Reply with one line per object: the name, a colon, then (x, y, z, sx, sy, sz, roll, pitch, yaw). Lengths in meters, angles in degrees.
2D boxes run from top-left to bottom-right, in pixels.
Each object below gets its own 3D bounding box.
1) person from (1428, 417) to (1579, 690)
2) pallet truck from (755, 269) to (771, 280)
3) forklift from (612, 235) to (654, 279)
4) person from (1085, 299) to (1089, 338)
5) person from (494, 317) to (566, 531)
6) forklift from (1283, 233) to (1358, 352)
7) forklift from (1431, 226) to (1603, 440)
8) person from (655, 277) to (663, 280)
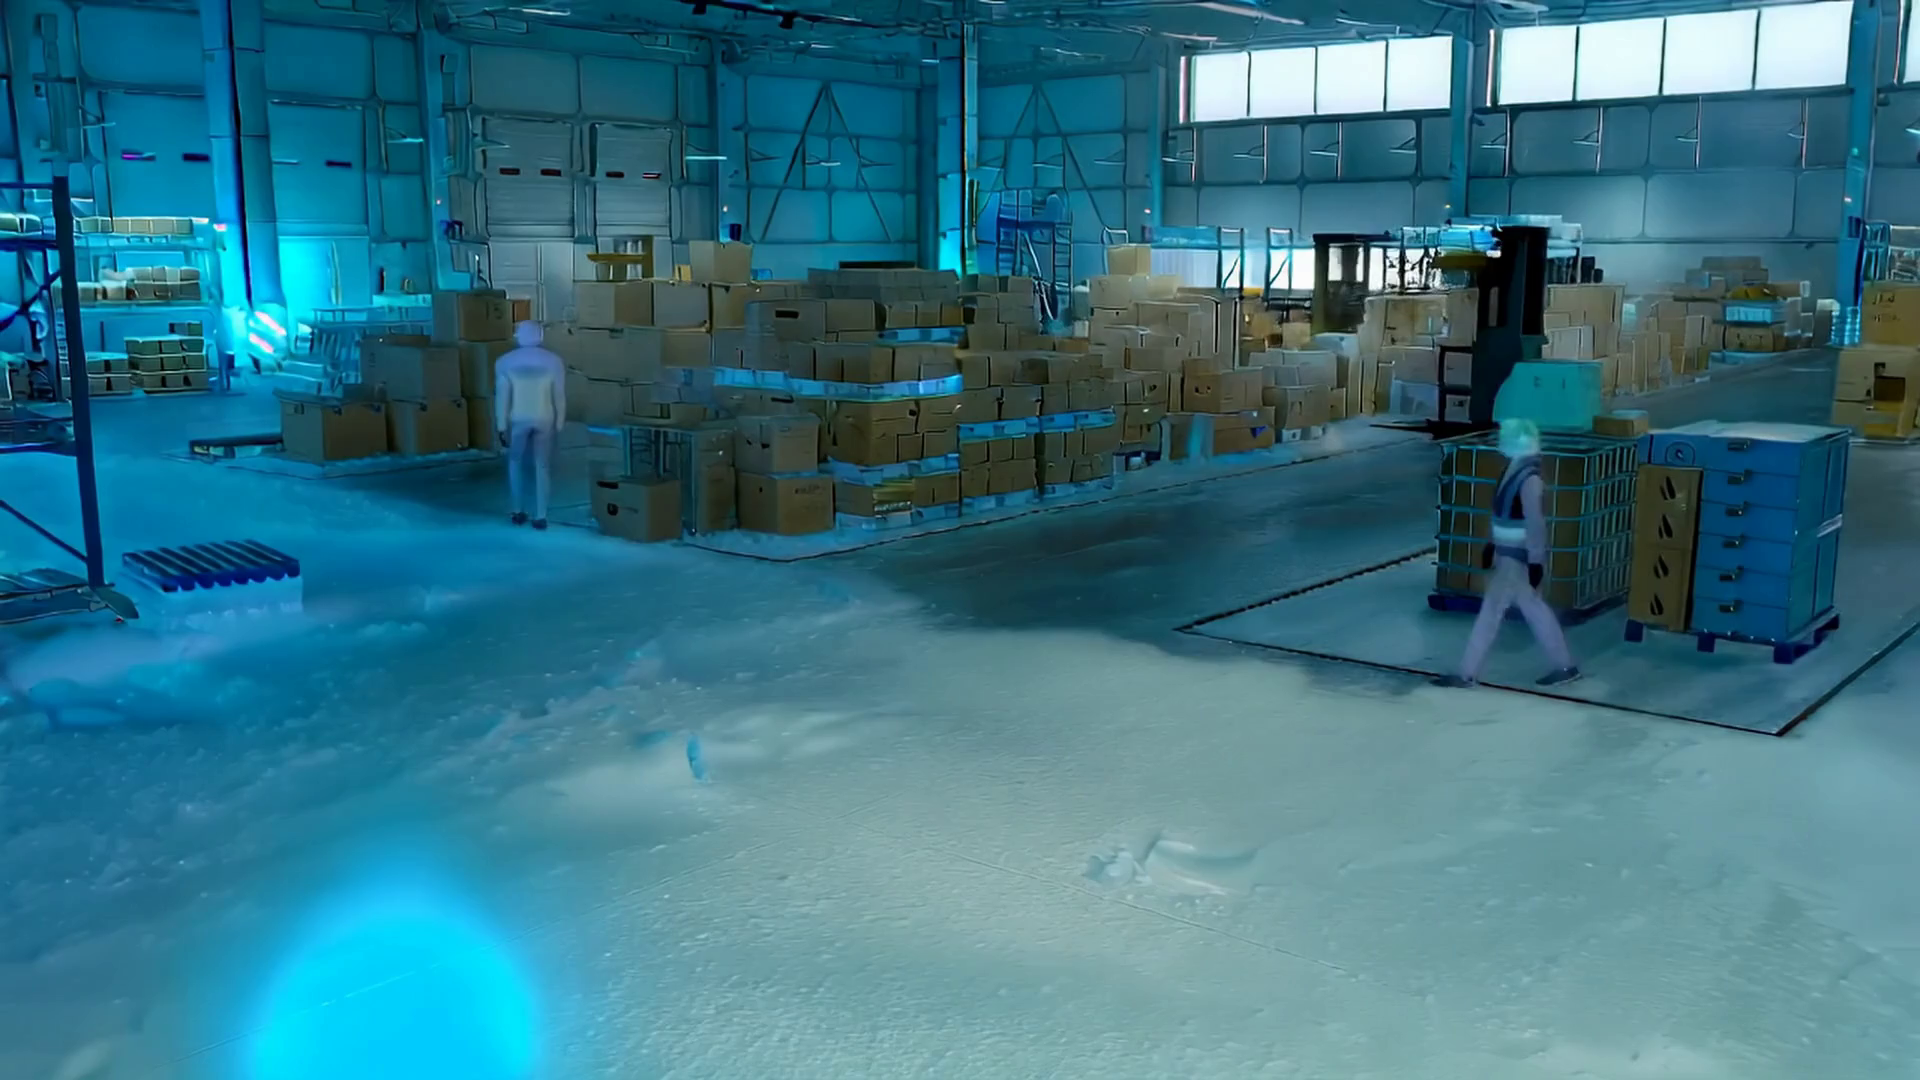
person: (3.198, 0.086, 9.568, 0.876, 1.592, 0.536, 1, 10, 4)
pallet truck: (-4.996, -6.432, 45.525, 1.885, 1.965, 0.823, -6, 12, -32)
forklift: (-7.300, -5.450, 37.421, 1.873, 2.768, 1.129, 8, 13, 40)
person: (3.256, -5.215, 39.566, 0.897, 1.646, 0.550, -5, 11, -26)
person: (-3.898, -1.052, 15.100, 0.640, 1.918, 0.612, -4, 11, -23)
forklift: (7.339, -4.615, 32.668, 1.129, 2.768, 1.873, -6, 11, -29)
forklift: (7.335, -2.689, 21.699, 1.873, 2.768, 1.129, 8, 13, 40)
person: (-6.507, -4.725, 36.022, 0.635, 1.928, 0.383, -4, 11, -23)
